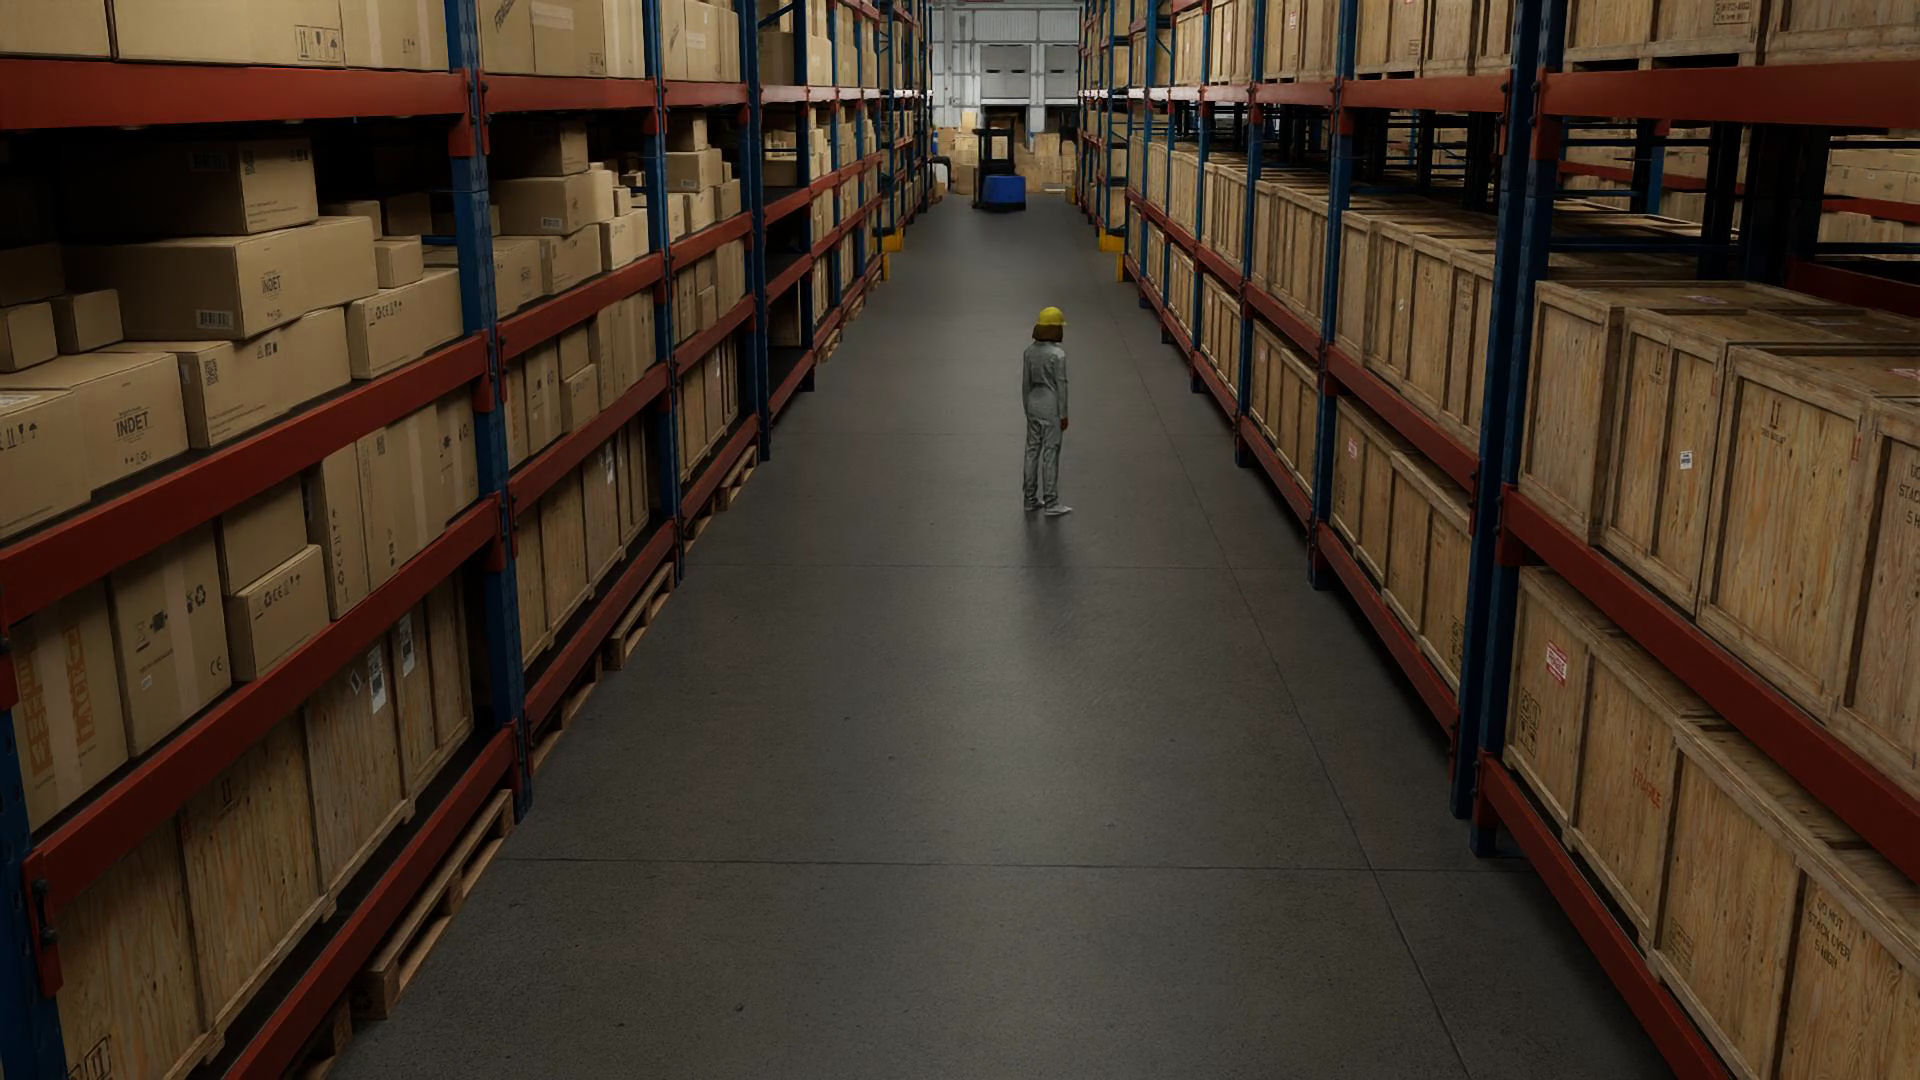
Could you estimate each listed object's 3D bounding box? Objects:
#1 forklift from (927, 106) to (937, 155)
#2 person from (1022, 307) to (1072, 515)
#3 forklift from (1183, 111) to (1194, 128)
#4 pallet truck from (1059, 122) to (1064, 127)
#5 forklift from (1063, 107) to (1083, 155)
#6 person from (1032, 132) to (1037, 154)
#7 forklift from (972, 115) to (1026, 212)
[{"bbox_3d":[-1.913,-20.495,84.046,1.129,2.768,1.873,-5,16,-18],"label":"forklift"},{"bbox_3d":[0.735,-1.085,13.990,0.323,1.739,0.489,-12,19,-39],"label":"person"},{"bbox_3d":[8.190,-14.569,61.999,1.129,2.768,1.873,0,15,1],"label":"forklift"},{"bbox_3d":[5.788,-21.111,88.014,1.885,1.965,0.823,5,16,18],"label":"pallet truck"},{"bbox_3d":[5.273,-18.648,77.176,1.129,2.768,1.873,-7,17,-24],"label":"forklift"},{"bbox_3d":[3.072,-16.037,69.332,0.989,1.889,0.647,-2,15,-7],"label":"person"},{"bbox_3d":[1.179,-11.238,49.603,1.129,2.768,1.873,-5,16,-18],"label":"forklift"}]
